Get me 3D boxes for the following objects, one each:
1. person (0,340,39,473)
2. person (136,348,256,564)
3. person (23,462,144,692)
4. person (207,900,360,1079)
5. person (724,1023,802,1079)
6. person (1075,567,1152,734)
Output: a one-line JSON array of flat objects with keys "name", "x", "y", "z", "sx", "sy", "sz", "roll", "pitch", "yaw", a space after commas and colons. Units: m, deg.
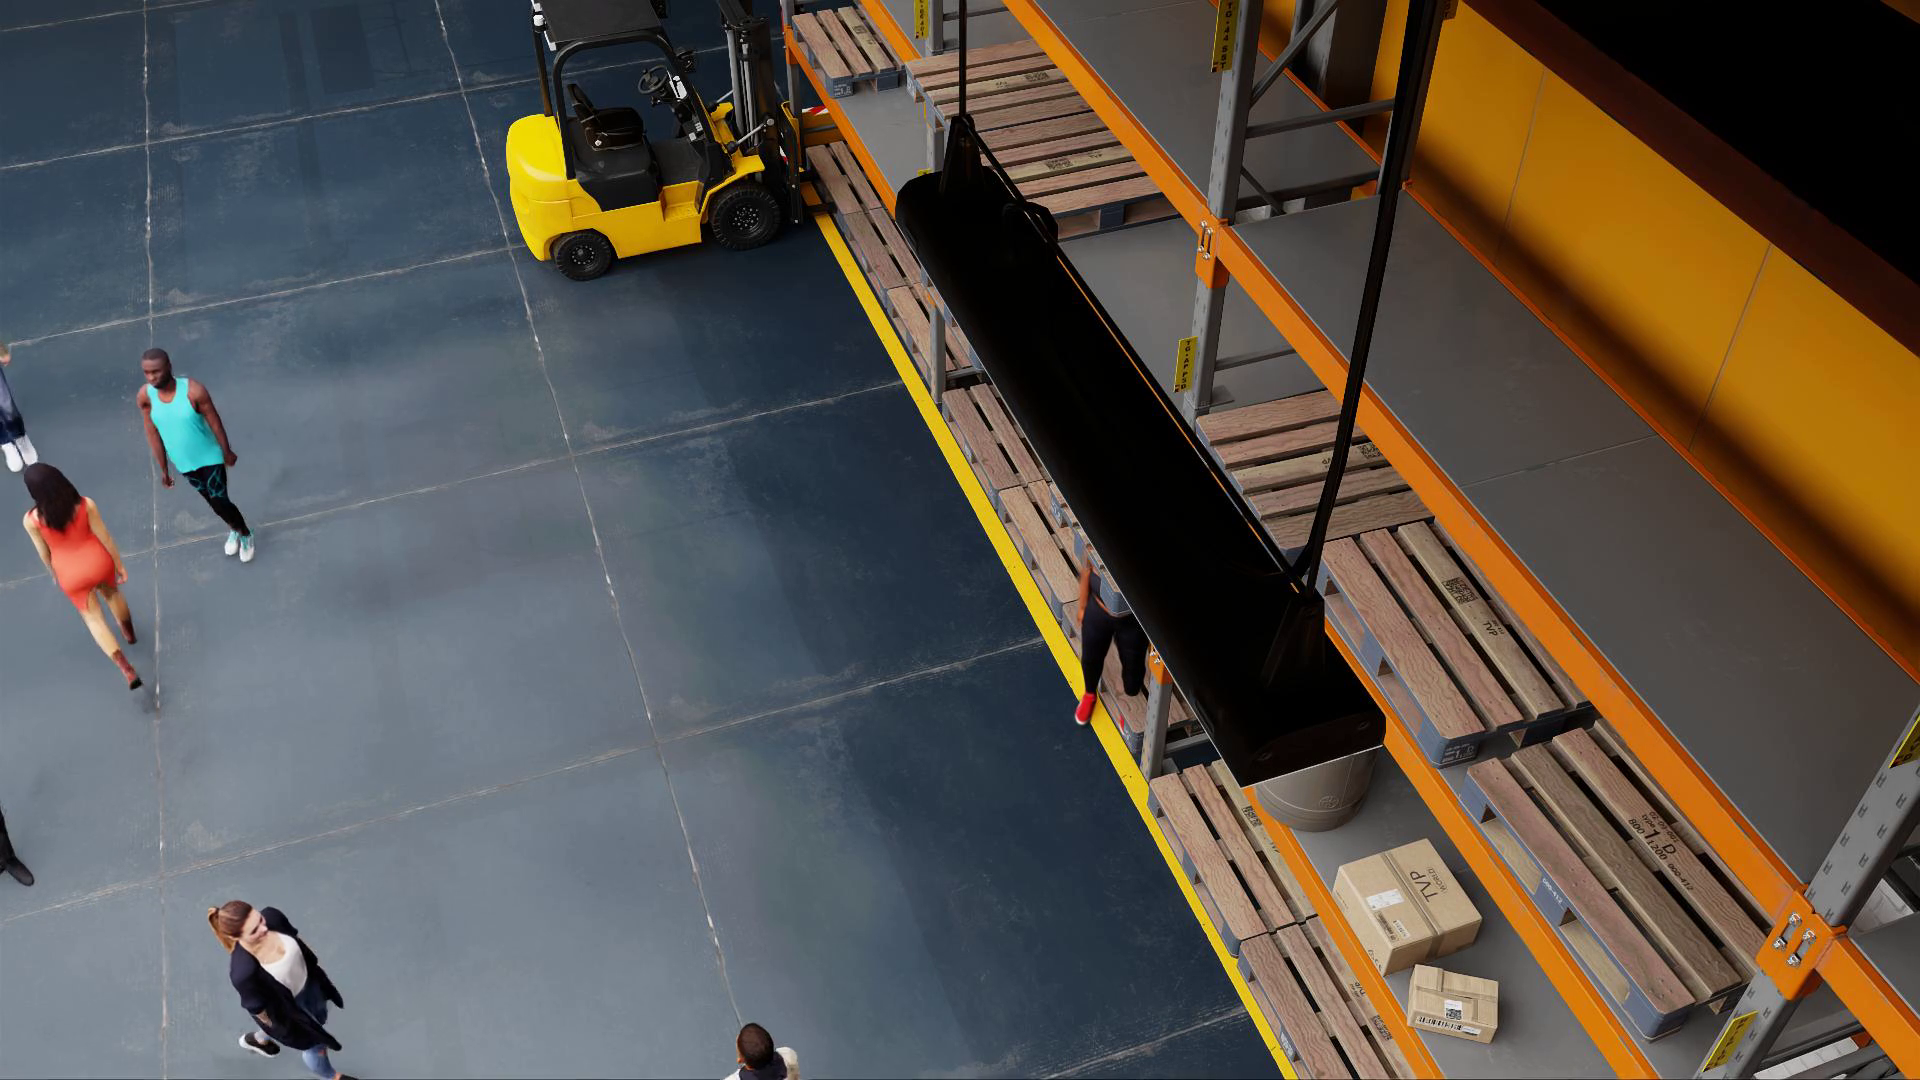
[{"name": "person", "x": -7.198, "y": -1.310, "z": 12.054, "sx": 0.761, "sy": 1.846, "sz": 0.681, "roll": -21, "pitch": 48, "yaw": -21}, {"name": "person", "x": -5.187, "y": -0.635, "z": 11.381, "sx": 0.710, "sy": 1.797, "sz": 0.751, "roll": 0, "pitch": 44, "yaw": 0}, {"name": "person", "x": -5.518, "y": 0.250, "z": 10.530, "sx": 0.804, "sy": 1.690, "sz": 1.131, "roll": -29, "pitch": 51, "yaw": -27}, {"name": "person", "x": -3.474, "y": 2.302, "z": 8.393, "sx": 0.925, "sy": 1.666, "sz": 0.951, "roll": 4, "pitch": 44, "yaw": 5}, {"name": "person", "x": -0.913, "y": 2.838, "z": 7.997, "sx": 0.758, "sy": 1.437, "sz": 0.945, "roll": -29, "pitch": 51, "yaw": -27}, {"name": "person", "x": 0.972, "y": 0.455, "z": 10.223, "sx": 0.771, "sy": 1.815, "sz": 0.804, "roll": 11, "pitch": 45, "yaw": 11}]
